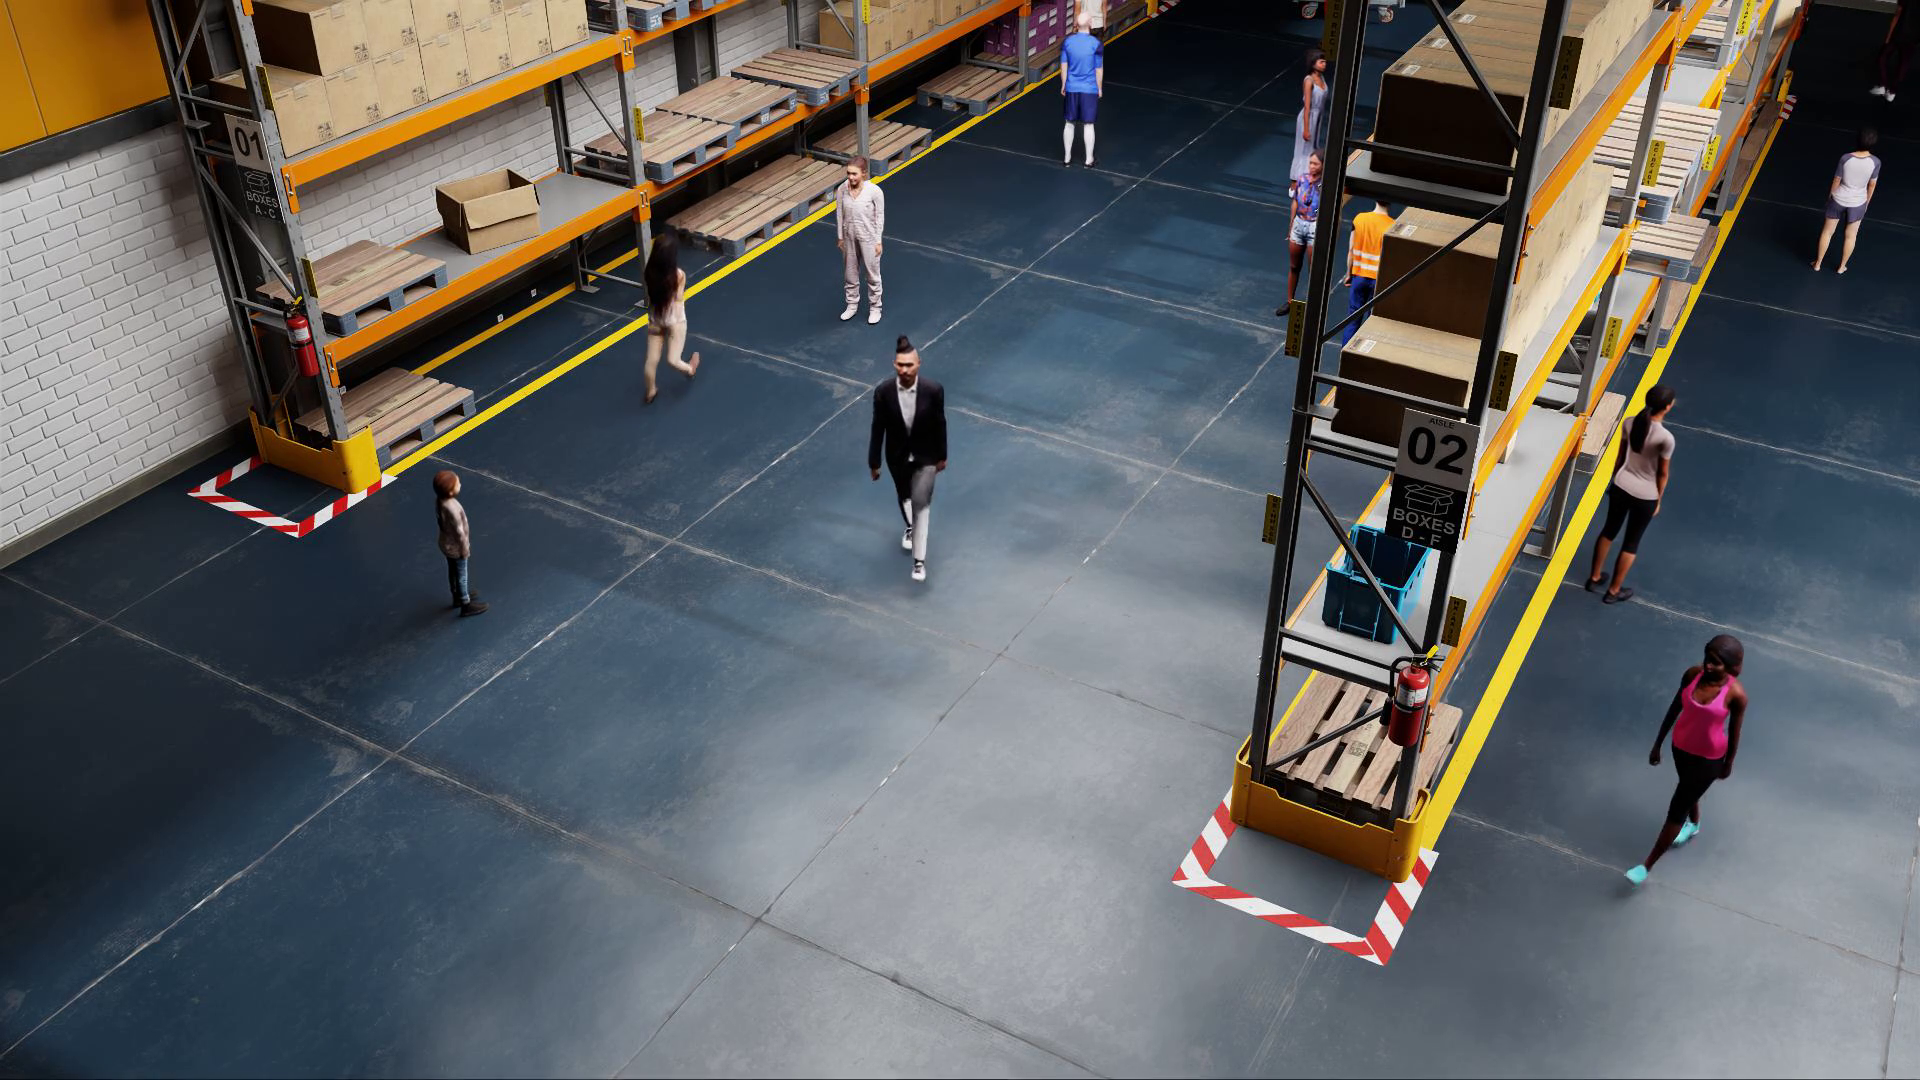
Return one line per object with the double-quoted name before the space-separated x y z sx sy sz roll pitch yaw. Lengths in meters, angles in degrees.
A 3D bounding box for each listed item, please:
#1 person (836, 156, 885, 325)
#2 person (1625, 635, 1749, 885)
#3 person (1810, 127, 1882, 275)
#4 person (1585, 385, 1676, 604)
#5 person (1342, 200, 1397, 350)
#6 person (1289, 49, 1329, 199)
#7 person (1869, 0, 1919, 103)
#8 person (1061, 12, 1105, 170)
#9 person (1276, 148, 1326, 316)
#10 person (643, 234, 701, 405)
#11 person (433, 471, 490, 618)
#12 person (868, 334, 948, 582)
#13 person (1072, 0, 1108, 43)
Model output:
"person" -0.966 -2.956 16.281 0.691 1.692 0.649 9 35 14
"person" 4.464 1.245 9.979 1.171 1.672 0.888 -21 39 -29
"person" 9.229 -3.535 17.266 0.583 1.566 0.547 14 36 19
"person" 4.978 -0.341 12.306 0.708 1.737 0.687 -18 38 -25
"person" 3.782 -2.397 15.265 0.689 1.887 0.618 20 39 27
"person" 3.987 -4.760 18.991 0.642 1.696 0.466 19 38 27
"person" 12.365 -6.605 21.699 0.749 1.773 0.751 3 34 4
"person" 1.437 -5.340 19.733 0.709 1.841 0.620 11 35 16
"person" 3.419 -2.992 16.291 0.613 1.741 0.555 24 40 31
"person" -2.602 -2.005 14.899 0.794 1.639 0.858 9 35 13
"person" -3.735 0.014 12.263 0.559 1.193 0.539 -21 39 -29
"person" -0.370 -0.717 12.715 1.043 1.910 1.272 3 34 4
"person" 1.732 -6.887 22.168 0.685 1.722 0.747 -9 35 -13
